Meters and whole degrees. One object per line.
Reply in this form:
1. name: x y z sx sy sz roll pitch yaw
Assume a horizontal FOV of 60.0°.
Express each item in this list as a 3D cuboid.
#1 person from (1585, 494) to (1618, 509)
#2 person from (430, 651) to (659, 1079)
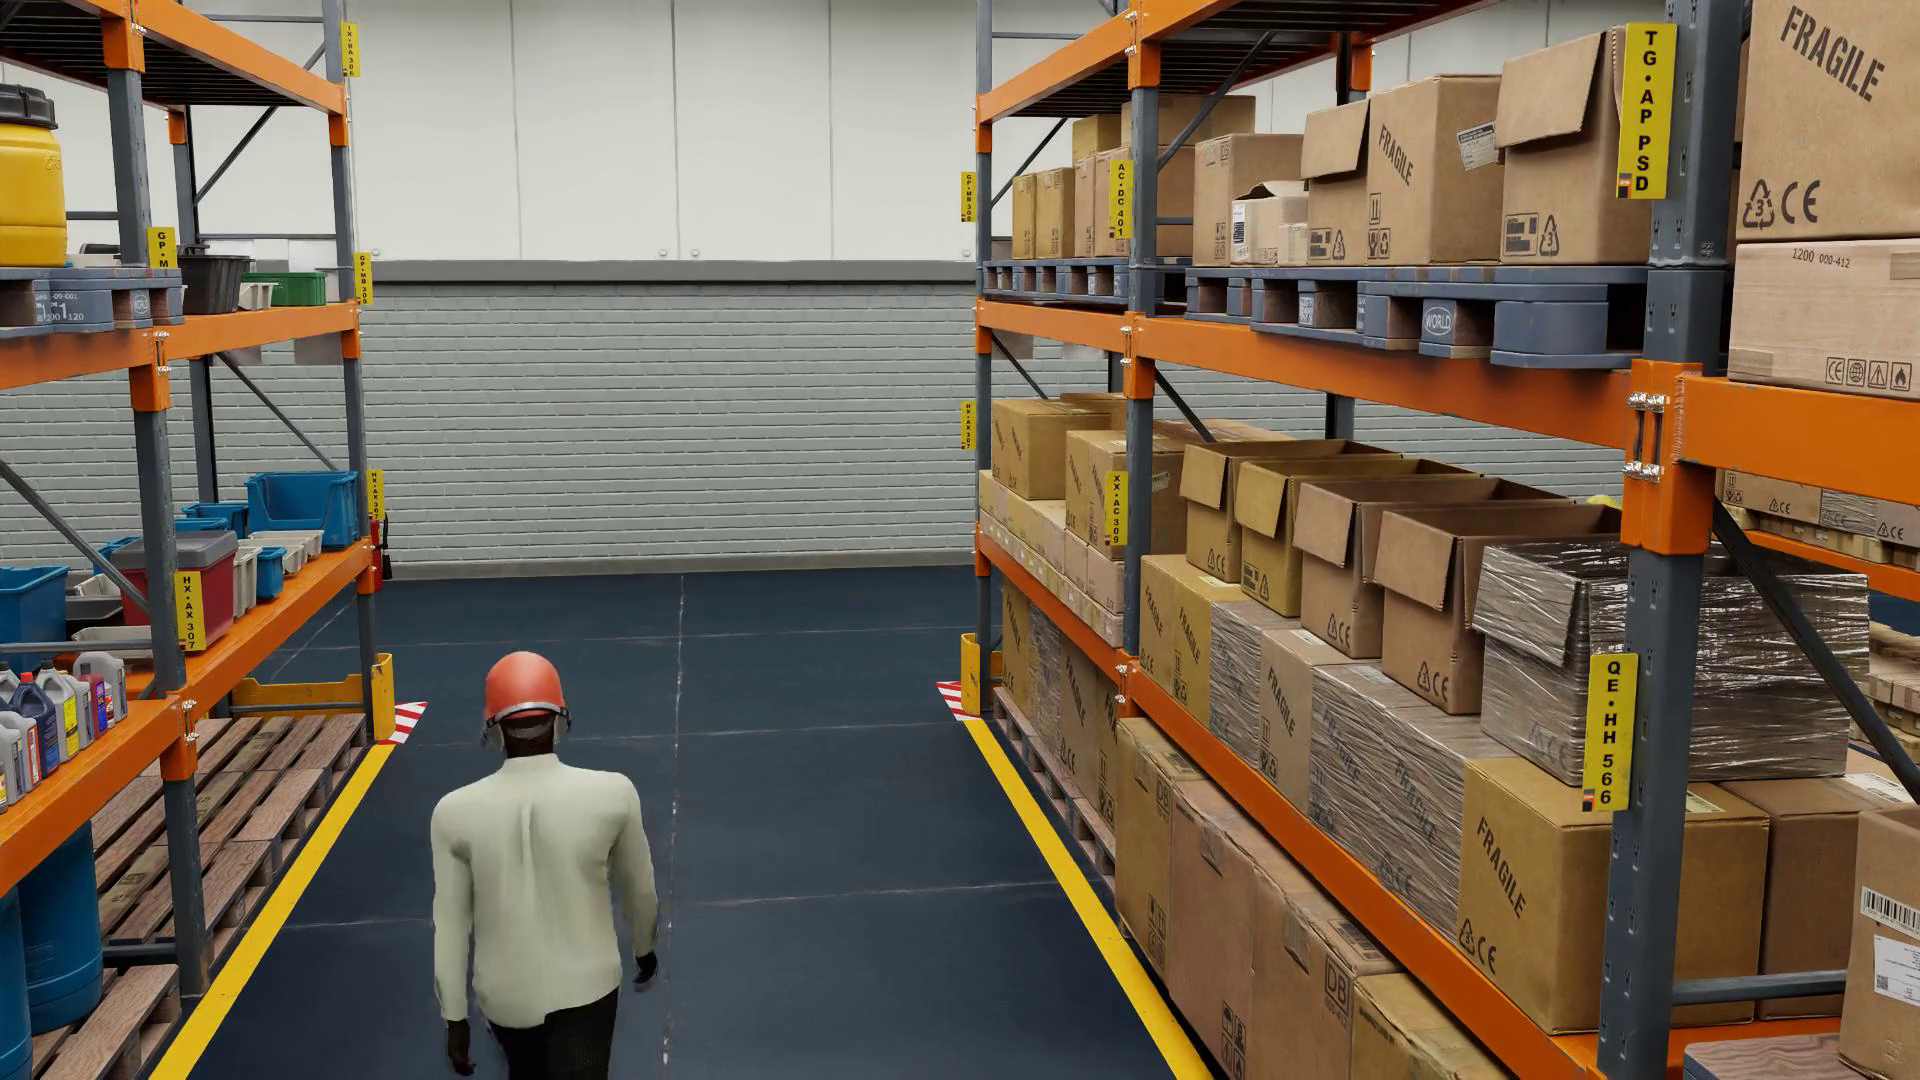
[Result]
1. person: 3.824 0.580 9.936 0.488 1.709 0.859 0 9 -1
2. person: -1.210 1.294 4.884 0.616 1.939 1.068 -1 9 -4
